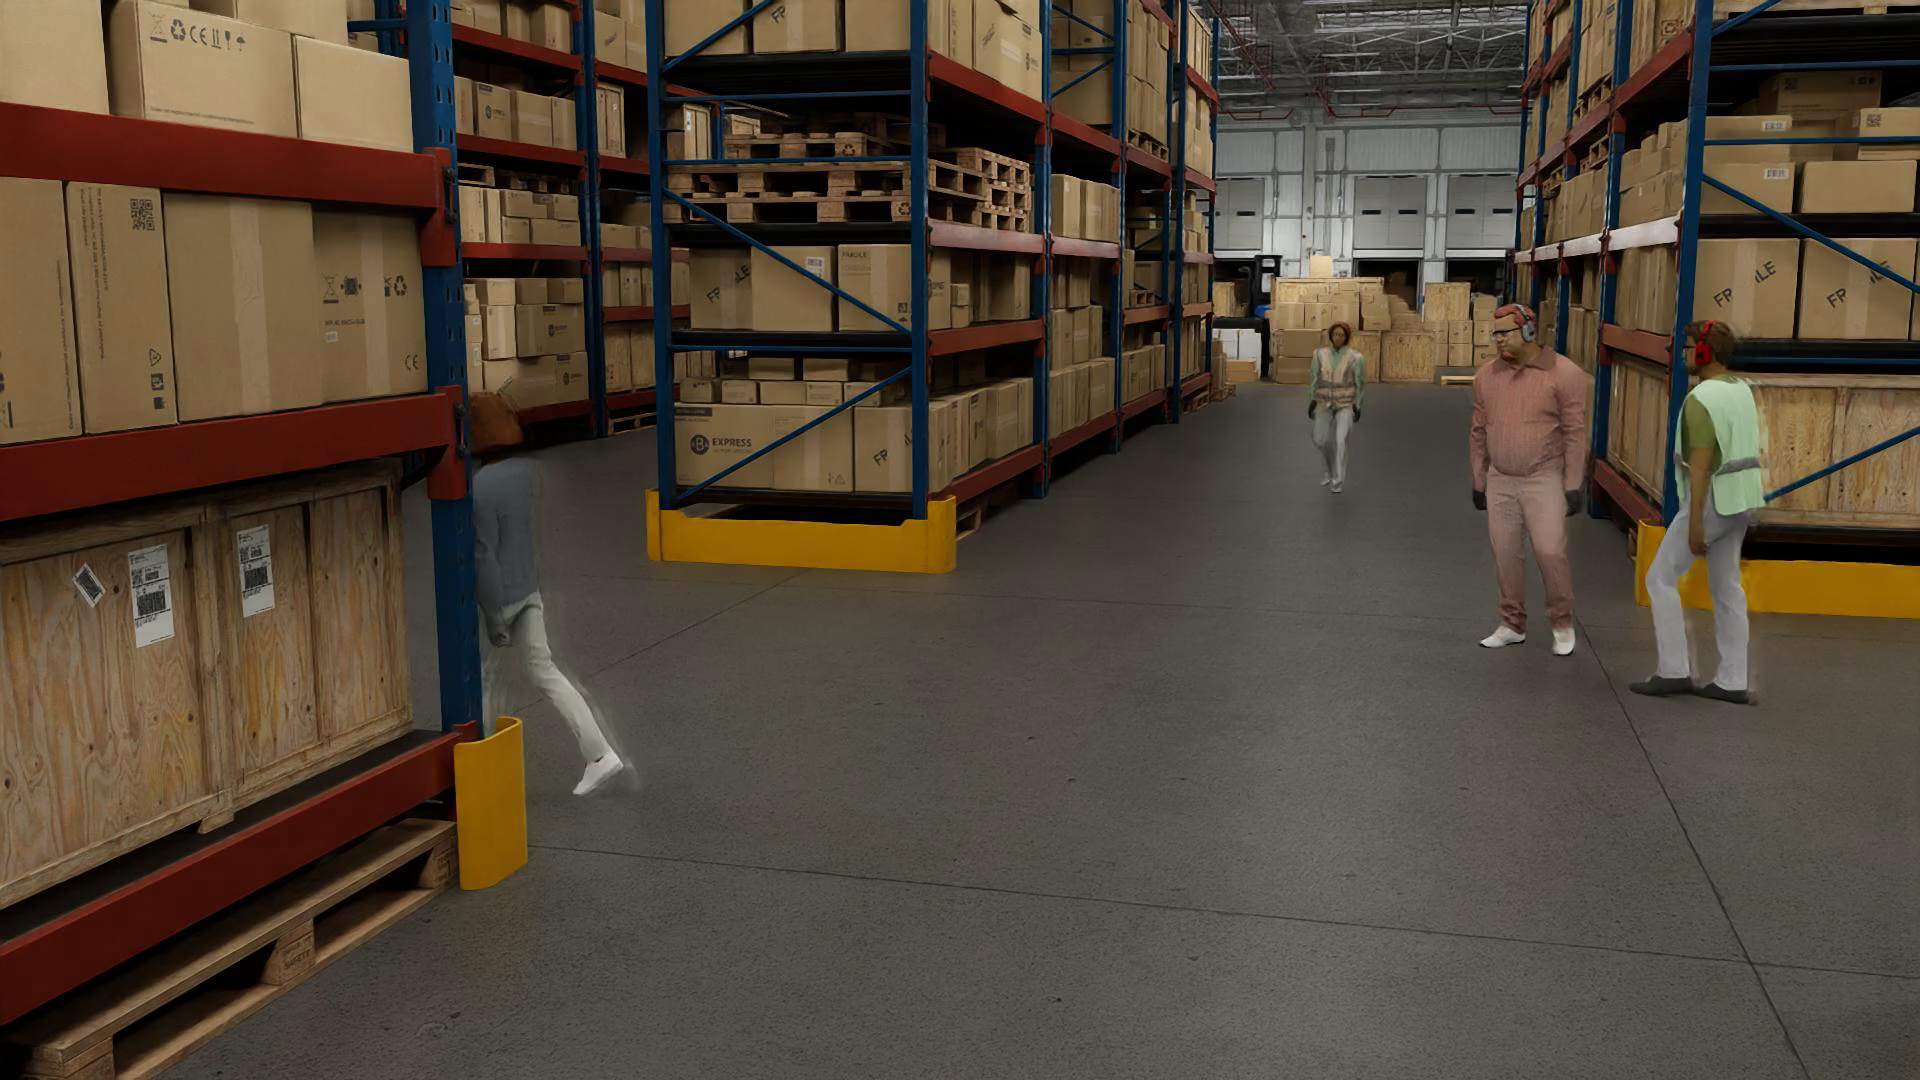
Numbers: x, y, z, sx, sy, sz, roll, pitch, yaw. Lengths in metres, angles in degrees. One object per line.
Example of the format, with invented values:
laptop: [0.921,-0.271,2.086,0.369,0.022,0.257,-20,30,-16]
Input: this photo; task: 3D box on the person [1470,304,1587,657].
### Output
person: [3.040,-0.321,8.963,0.427,1.888,0.672,-7,12,-40]

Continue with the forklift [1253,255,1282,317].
forklift: [10.632,-8.462,57.531,1.129,2.768,1.873,-4,10,-24]

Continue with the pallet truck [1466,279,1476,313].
pallet truck: [18.896,-8.459,60.307,1.885,1.965,0.823,5,10,31]

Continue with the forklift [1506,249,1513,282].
forklift: [15.721,-6.740,46.596,1.129,2.768,1.873,1,9,8]

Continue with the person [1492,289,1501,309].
person: [19.939,-8.554,62.148,0.837,1.592,0.548,-4,10,-23]

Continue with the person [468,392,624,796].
person: [-1.727,0.221,6.430,0.836,1.598,0.494,2,9,14]

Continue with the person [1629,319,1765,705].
person: [3.524,-0.131,7.956,0.566,1.825,0.649,-7,11,-39]

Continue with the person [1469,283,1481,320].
person: [17.782,-7.888,57.169,0.824,1.856,0.588,-3,9,-17]

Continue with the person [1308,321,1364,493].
person: [3.546,-1.252,15.698,0.533,1.622,0.368,5,10,28]
